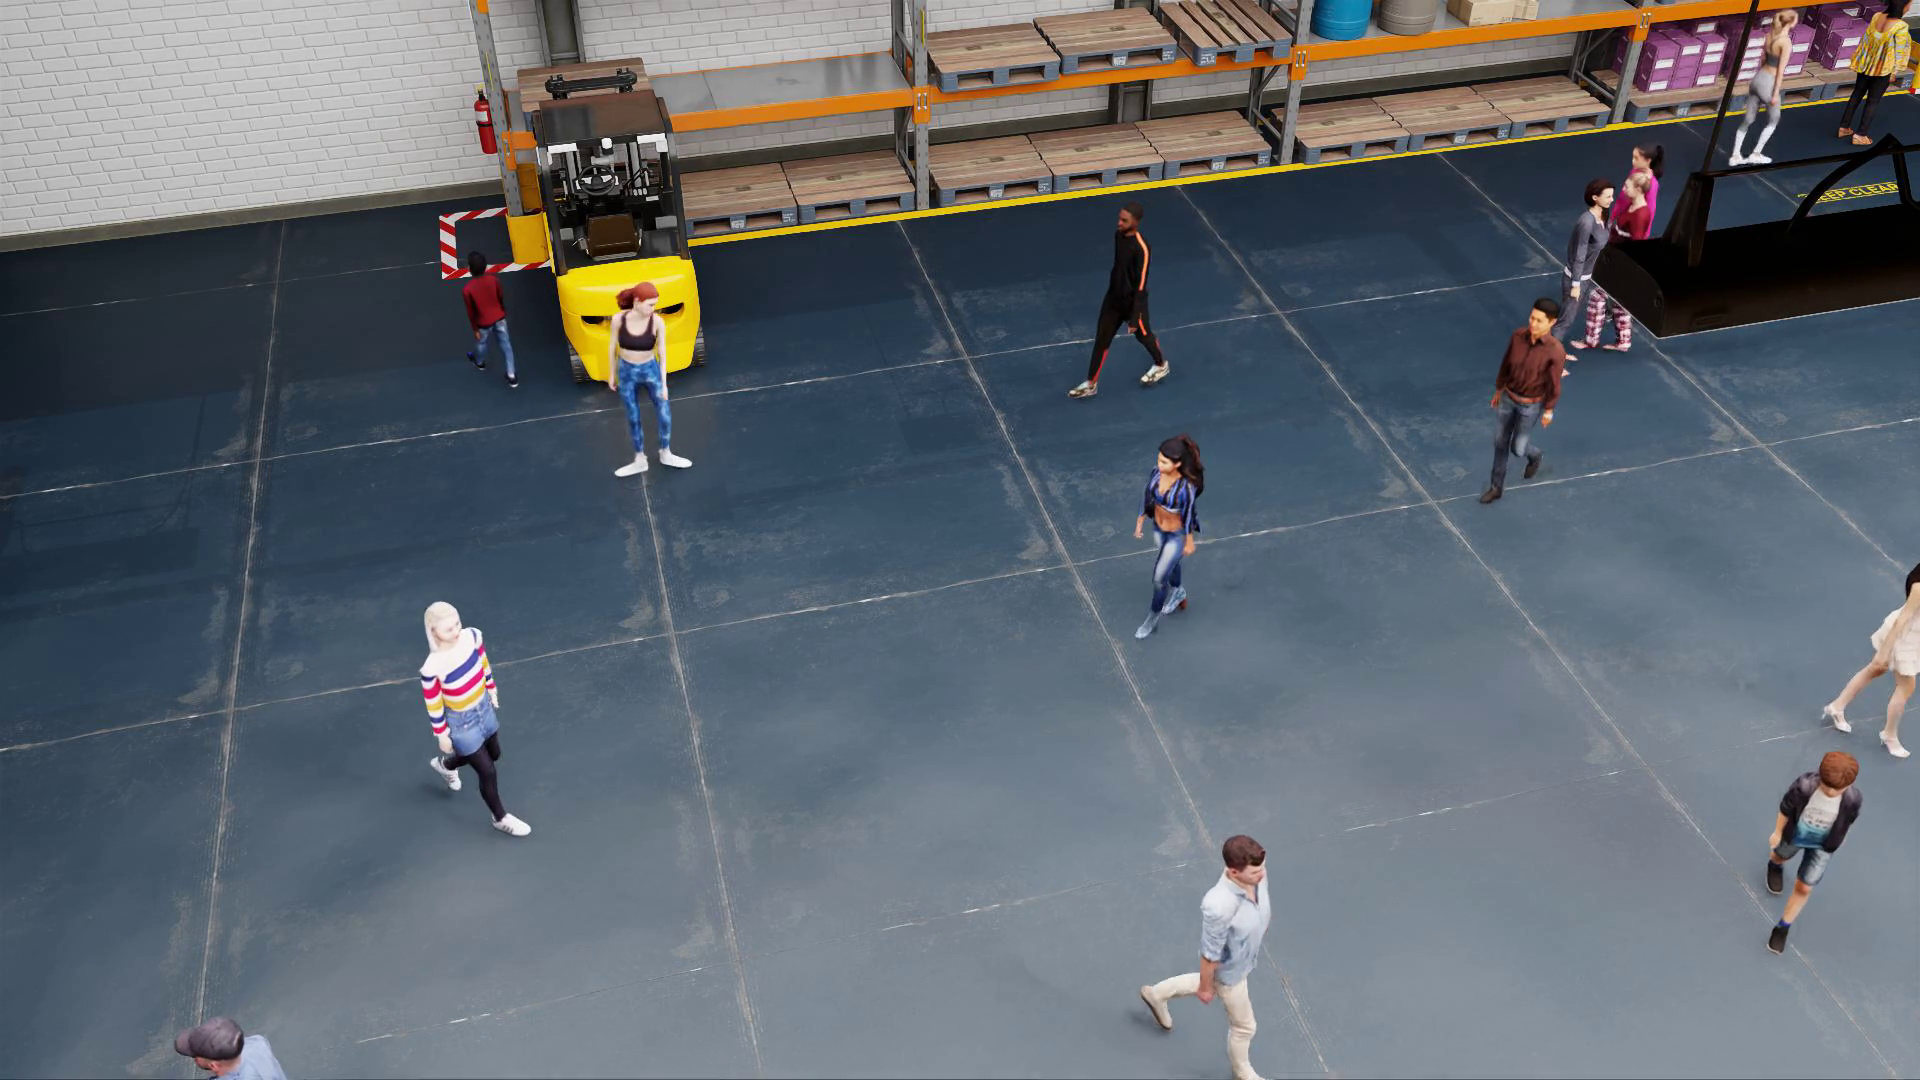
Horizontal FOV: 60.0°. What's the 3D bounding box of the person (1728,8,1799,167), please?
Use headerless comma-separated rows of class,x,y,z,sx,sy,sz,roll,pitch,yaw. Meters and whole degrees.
person,8.280,-4.670,17.249,0.646,1.695,0.576,-9,40,-11

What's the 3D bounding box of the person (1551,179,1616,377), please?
person,5.277,-2.260,14.172,0.740,1.768,0.681,19,43,23

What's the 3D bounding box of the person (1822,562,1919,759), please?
person,5.929,0.597,10.641,0.879,1.712,0.855,29,47,31

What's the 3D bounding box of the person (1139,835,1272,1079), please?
person,1.328,2.133,8.633,1.173,1.817,1.156,23,44,26

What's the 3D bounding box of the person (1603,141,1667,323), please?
person,6.110,-2.753,14.869,0.720,1.680,0.668,-4,39,-5

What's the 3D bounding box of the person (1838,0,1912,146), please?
person,9.784,-5.044,17.752,0.761,1.652,0.729,-13,40,-16

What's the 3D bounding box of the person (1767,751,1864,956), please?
person,4.895,1.656,9.568,0.981,1.396,1.019,17,42,20

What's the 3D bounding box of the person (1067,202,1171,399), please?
person,1.487,-1.990,13.845,1.280,1.755,0.890,-20,43,-23

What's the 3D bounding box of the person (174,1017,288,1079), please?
person,-3.120,2.851,7.709,1.183,1.848,0.787,-3,39,-4

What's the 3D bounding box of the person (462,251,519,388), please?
person,-3.954,-1.844,14.081,0.847,1.233,0.772,-26,45,-29

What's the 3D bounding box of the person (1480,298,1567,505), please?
person,4.333,-1.077,12.693,1.004,1.766,0.873,-28,46,-30

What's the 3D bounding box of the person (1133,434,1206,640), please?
person,1.522,-0.077,11.575,0.901,1.597,0.798,-25,45,-28

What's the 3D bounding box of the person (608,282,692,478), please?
person,-2.532,-1.235,12.903,0.538,1.761,0.853,7,39,9

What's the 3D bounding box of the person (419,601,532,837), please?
person,-3.026,1.046,10.012,1.105,1.794,1.015,17,42,20

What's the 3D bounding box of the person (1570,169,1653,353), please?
person,5.834,-2.378,14.386,0.907,1.687,0.844,11,40,14
